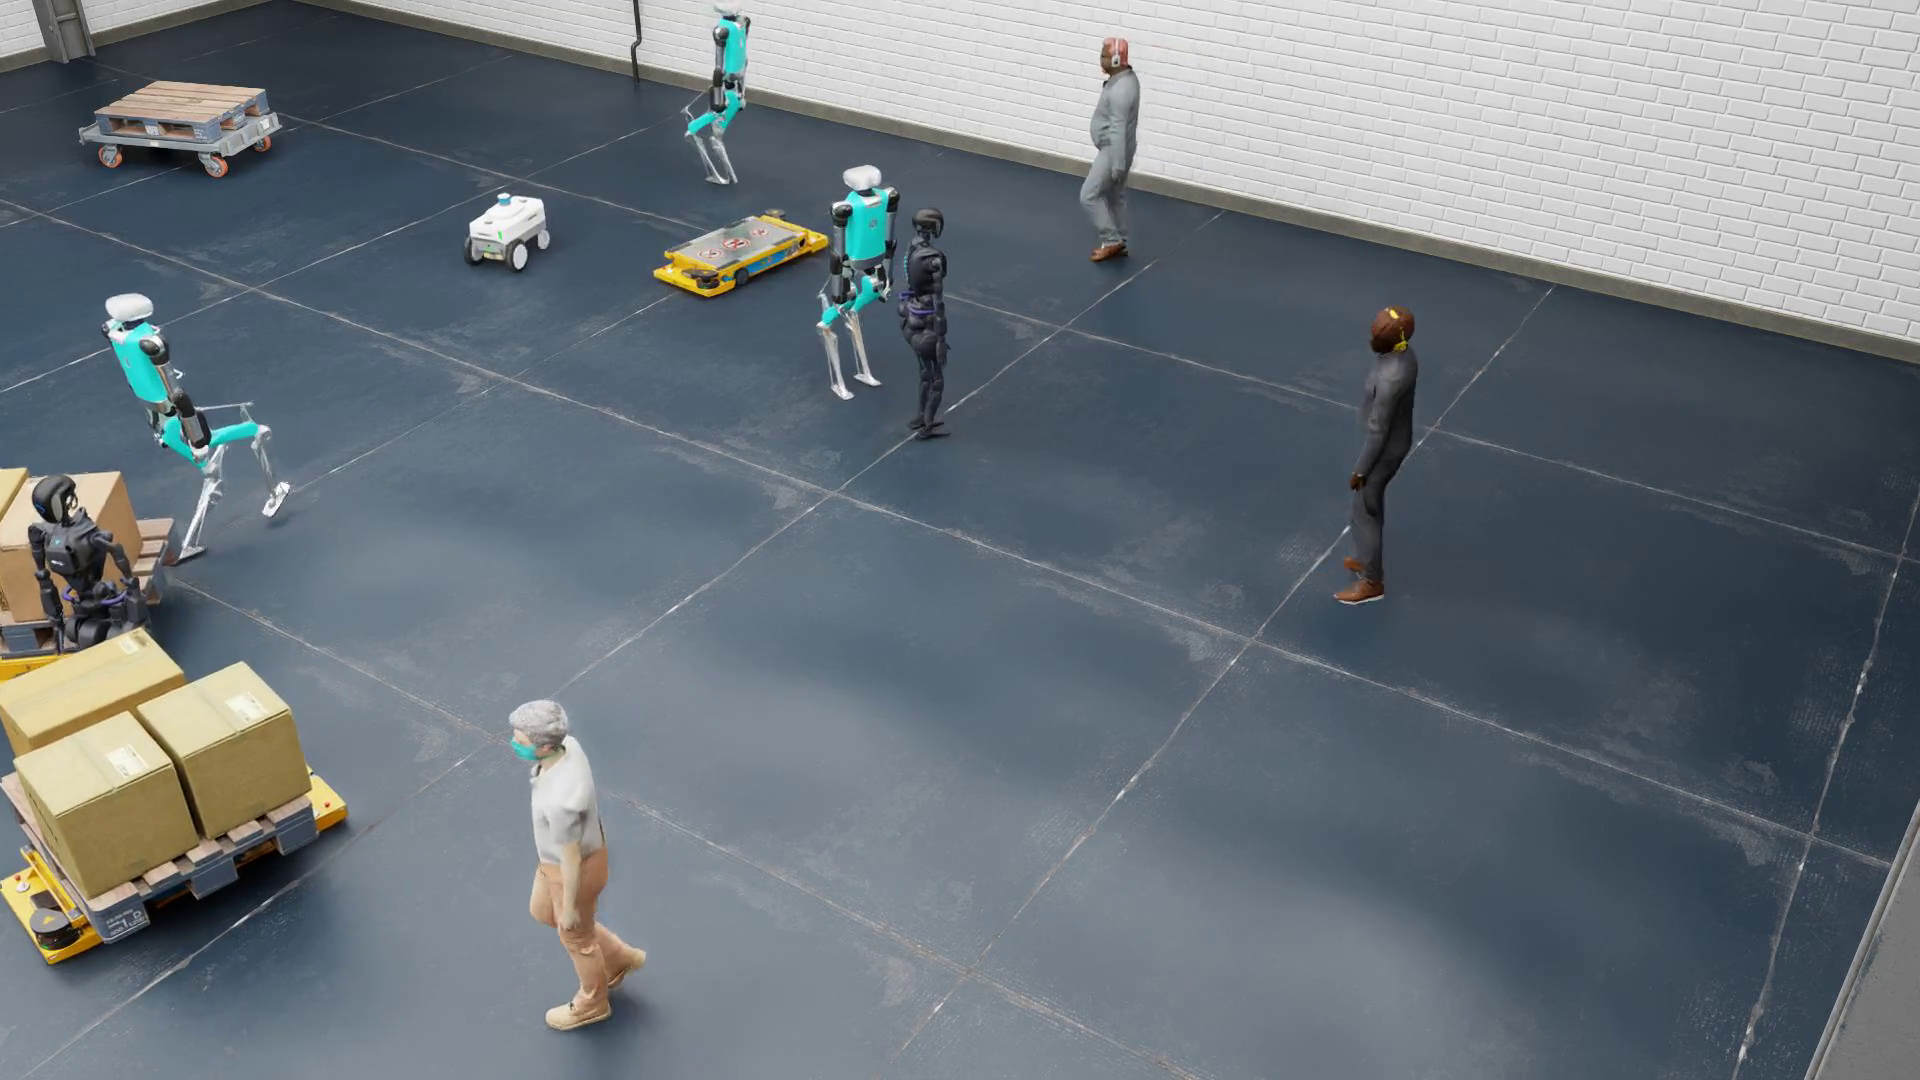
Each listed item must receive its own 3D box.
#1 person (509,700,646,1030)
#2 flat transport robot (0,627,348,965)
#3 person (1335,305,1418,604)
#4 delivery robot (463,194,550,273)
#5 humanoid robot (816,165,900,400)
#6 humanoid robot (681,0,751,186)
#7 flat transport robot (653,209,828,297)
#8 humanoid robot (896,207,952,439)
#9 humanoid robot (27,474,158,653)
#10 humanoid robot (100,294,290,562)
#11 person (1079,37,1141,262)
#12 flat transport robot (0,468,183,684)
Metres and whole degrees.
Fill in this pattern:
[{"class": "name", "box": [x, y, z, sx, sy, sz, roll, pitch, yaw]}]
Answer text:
[{"class": "person", "box": [-1.621, 1.340, 6.809, 0.391, 1.737, 0.500, -9, 34, -14]}, {"class": "flat transport robot", "box": [-3.776, 1.449, 8.002, 1.431, 0.231, 0.659, -28, 42, -36]}, {"class": "person", "box": [2.428, -0.495, 9.566, 0.331, 1.864, 0.609, 13, 35, 19]}, {"class": "delivery robot", "box": [-3.825, -2.634, 14.083, 0.499, 0.587, 0.788, 11, 34, 17]}, {"class": "humanoid robot", "box": [-0.788, -1.854, 11.752, 0.531, 1.737, 0.738, -23, 39, -32]}, {"class": "humanoid robot", "box": [-2.266, -4.047, 15.231, 0.744, 1.812, 0.536, 12, 35, 18]}, {"class": "flat transport robot", "box": [-1.837, -2.427, 14.033, 0.659, 0.231, 1.431, 24, 40, 32]}, {"class": "humanoid robot", "box": [-0.242, -1.474, 11.243, 0.319, 1.648, 0.593, -12, 35, -18]}, {"class": "humanoid robot", "box": [-4.288, 0.406, 8.320, 0.608, 1.653, 0.321, 6, 33, 10]}, {"class": "humanoid robot", "box": [-4.566, -0.768, 10.153, 0.543, 1.780, 1.051, 21, 38, 29]}, {"class": "person", "box": [1.240, -3.197, 13.733, 0.467, 1.889, 0.681, 6, 33, 9]}, {"class": "flat transport robot", "box": [-5.169, 0.455, 9.548, 0.659, 0.231, 1.431, -5, 33, -8]}]
